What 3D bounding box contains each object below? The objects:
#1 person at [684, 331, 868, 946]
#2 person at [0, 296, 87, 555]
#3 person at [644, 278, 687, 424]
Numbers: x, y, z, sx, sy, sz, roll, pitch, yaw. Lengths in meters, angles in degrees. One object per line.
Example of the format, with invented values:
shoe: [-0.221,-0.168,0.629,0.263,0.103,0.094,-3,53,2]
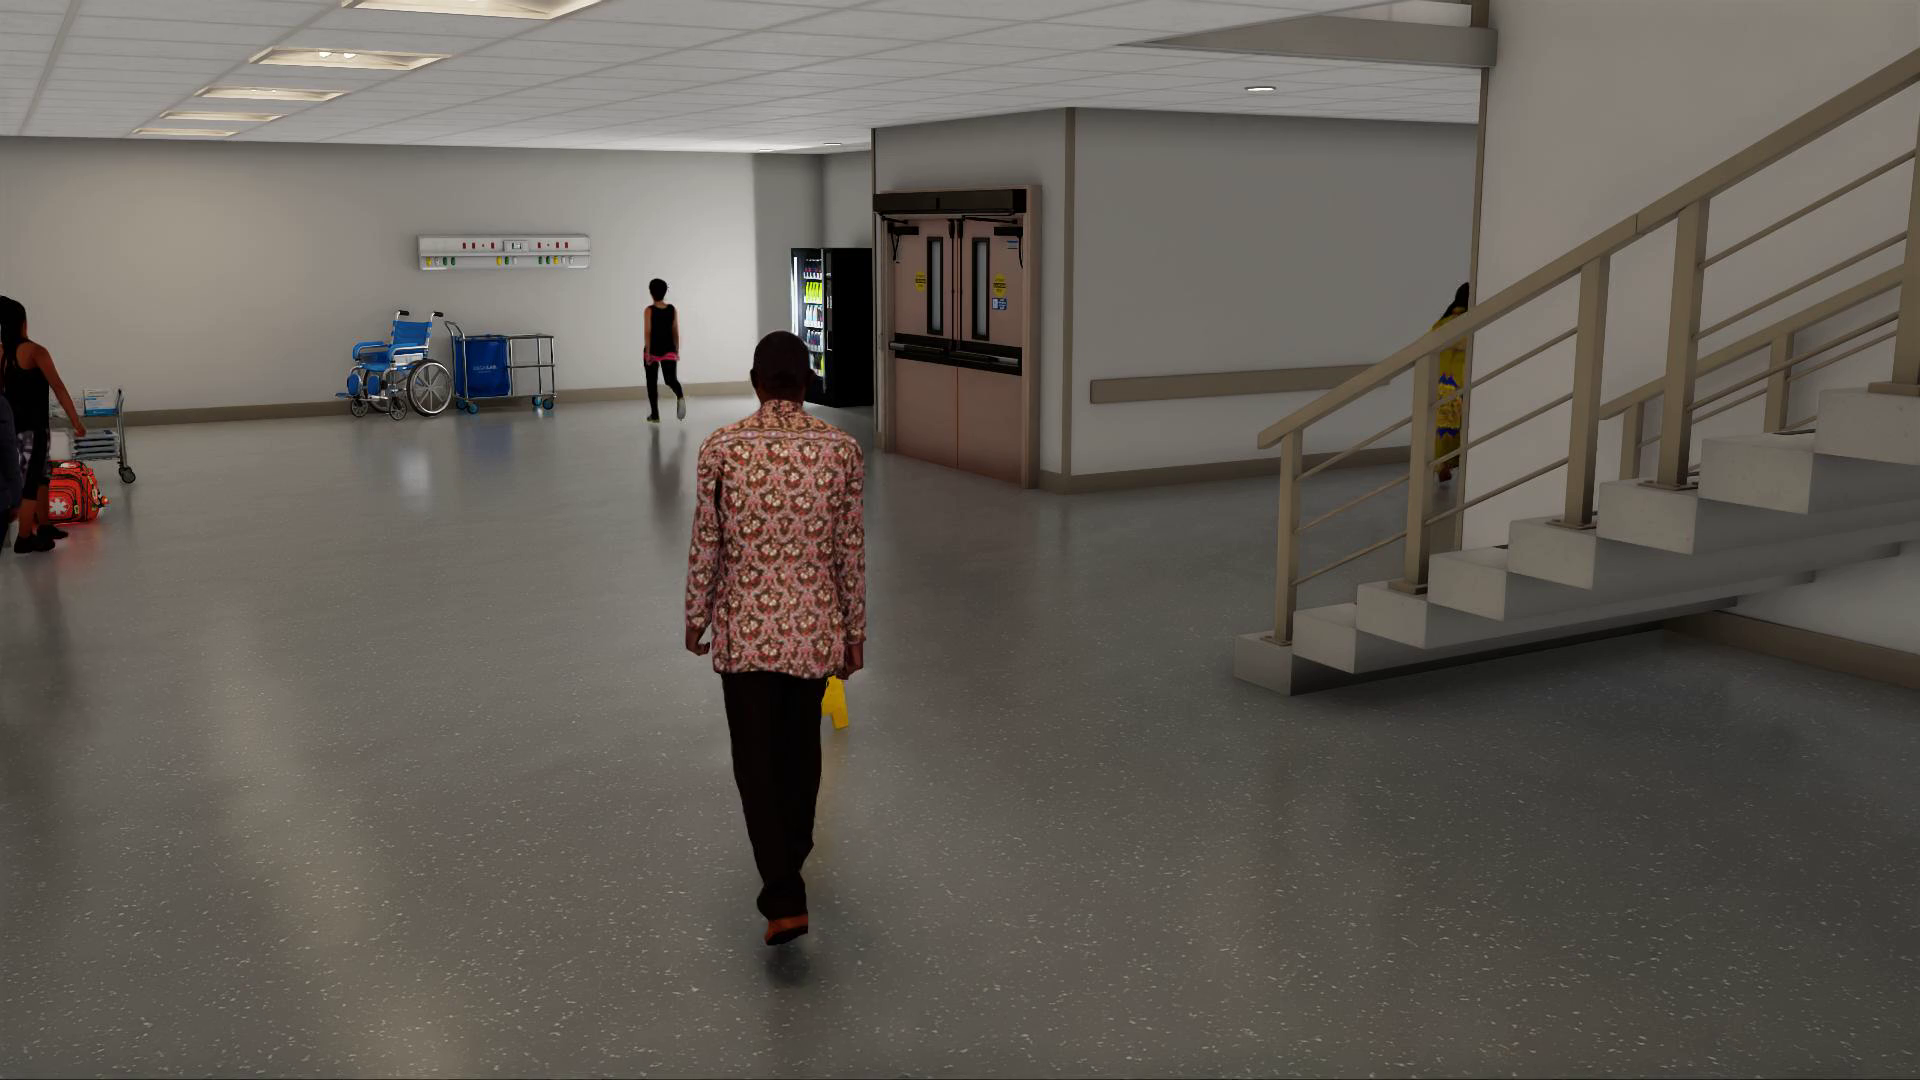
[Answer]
person: [-0.531,0.302,4.905,0.762,1.790,1.197,-5,12,-23]
person: [-6.102,-0.736,10.737,0.775,1.657,0.838,6,12,27]
person: [-3.148,-1.990,17.661,0.568,1.537,0.889,-7,13,-33]
